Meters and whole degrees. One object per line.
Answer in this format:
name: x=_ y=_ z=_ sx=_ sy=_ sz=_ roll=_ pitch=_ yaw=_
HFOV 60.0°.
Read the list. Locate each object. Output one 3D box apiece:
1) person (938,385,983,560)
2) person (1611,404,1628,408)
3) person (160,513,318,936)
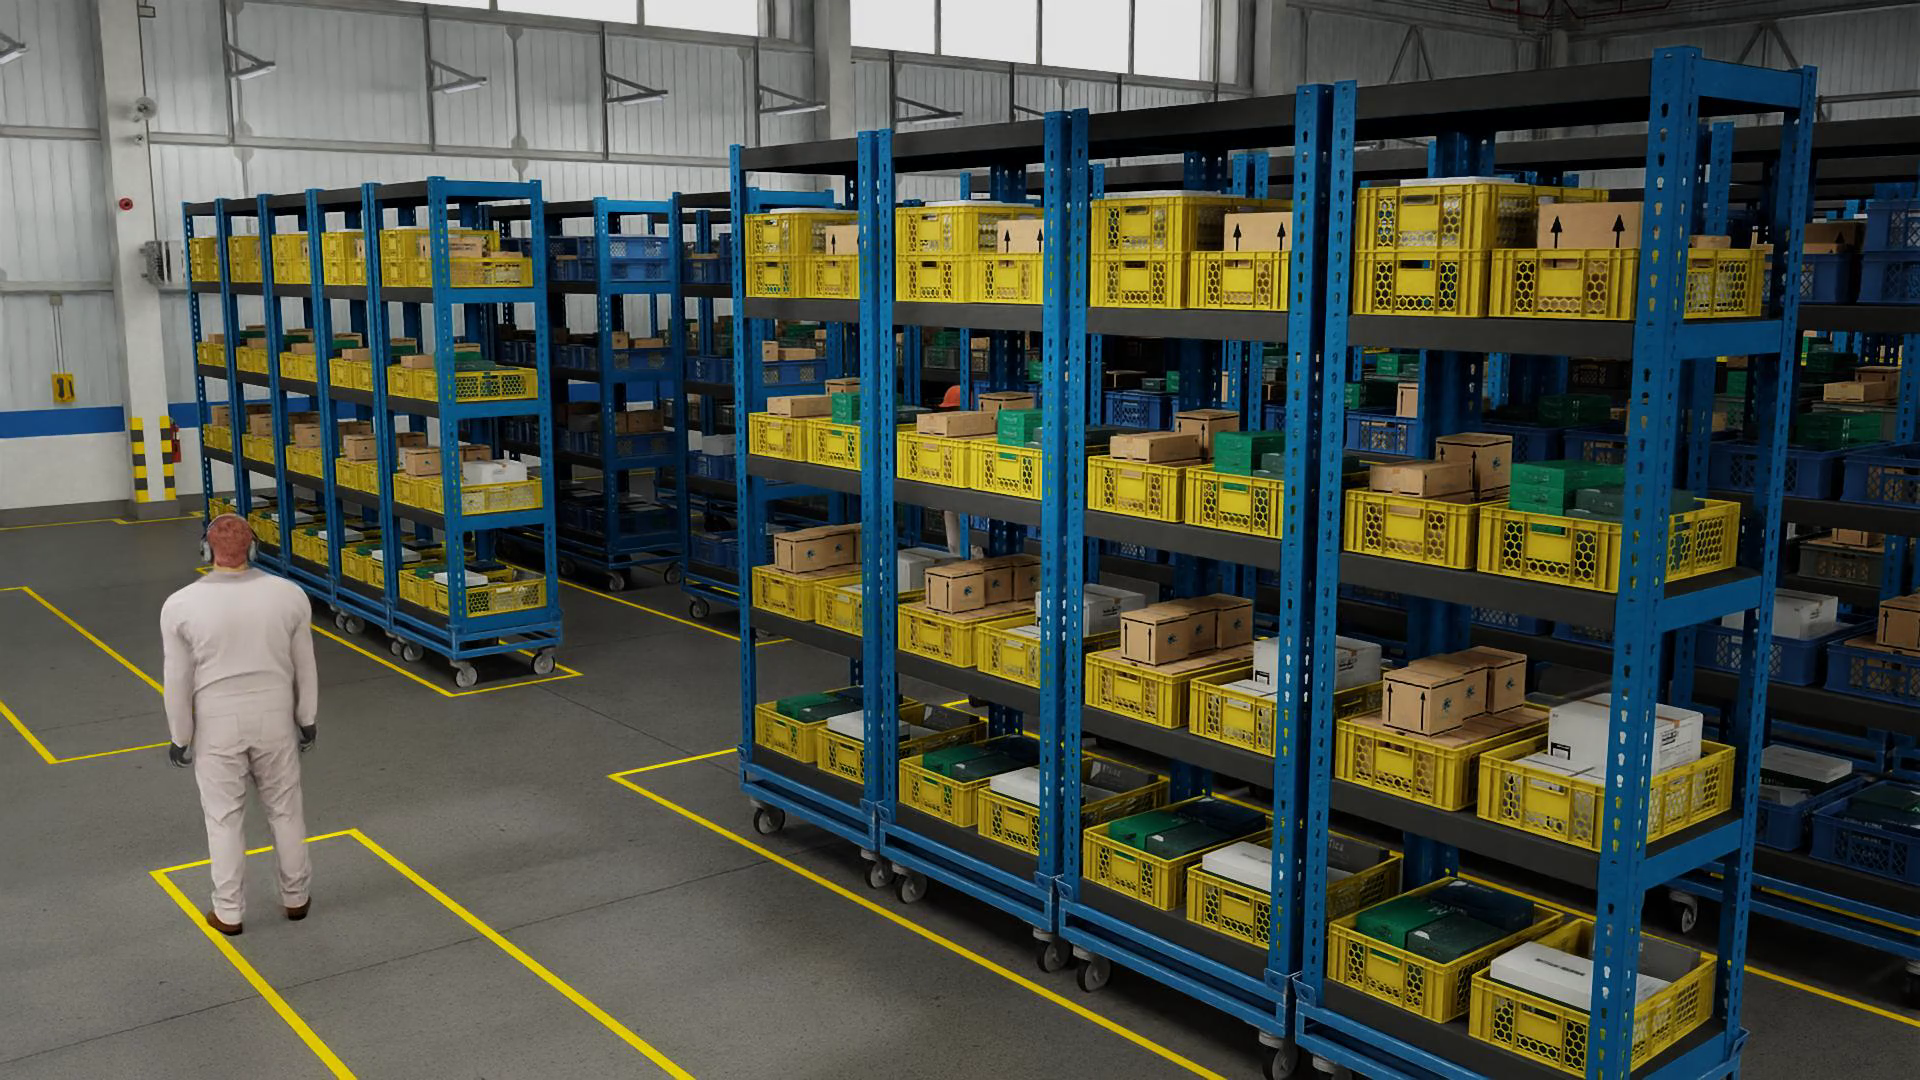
person: x=0.002 y=-0.323 z=14.191 sx=0.394 sy=1.992 sz=0.622 roll=-6 pitch=11 yaw=-32
person: x=7.296 y=-0.876 z=18.008 sx=0.455 sy=1.827 sz=0.572 roll=-6 pitch=11 yaw=-34
person: x=-3.256 y=0.824 z=7.547 sx=0.652 sy=1.906 sz=0.403 roll=-7 pitch=11 yaw=-35
